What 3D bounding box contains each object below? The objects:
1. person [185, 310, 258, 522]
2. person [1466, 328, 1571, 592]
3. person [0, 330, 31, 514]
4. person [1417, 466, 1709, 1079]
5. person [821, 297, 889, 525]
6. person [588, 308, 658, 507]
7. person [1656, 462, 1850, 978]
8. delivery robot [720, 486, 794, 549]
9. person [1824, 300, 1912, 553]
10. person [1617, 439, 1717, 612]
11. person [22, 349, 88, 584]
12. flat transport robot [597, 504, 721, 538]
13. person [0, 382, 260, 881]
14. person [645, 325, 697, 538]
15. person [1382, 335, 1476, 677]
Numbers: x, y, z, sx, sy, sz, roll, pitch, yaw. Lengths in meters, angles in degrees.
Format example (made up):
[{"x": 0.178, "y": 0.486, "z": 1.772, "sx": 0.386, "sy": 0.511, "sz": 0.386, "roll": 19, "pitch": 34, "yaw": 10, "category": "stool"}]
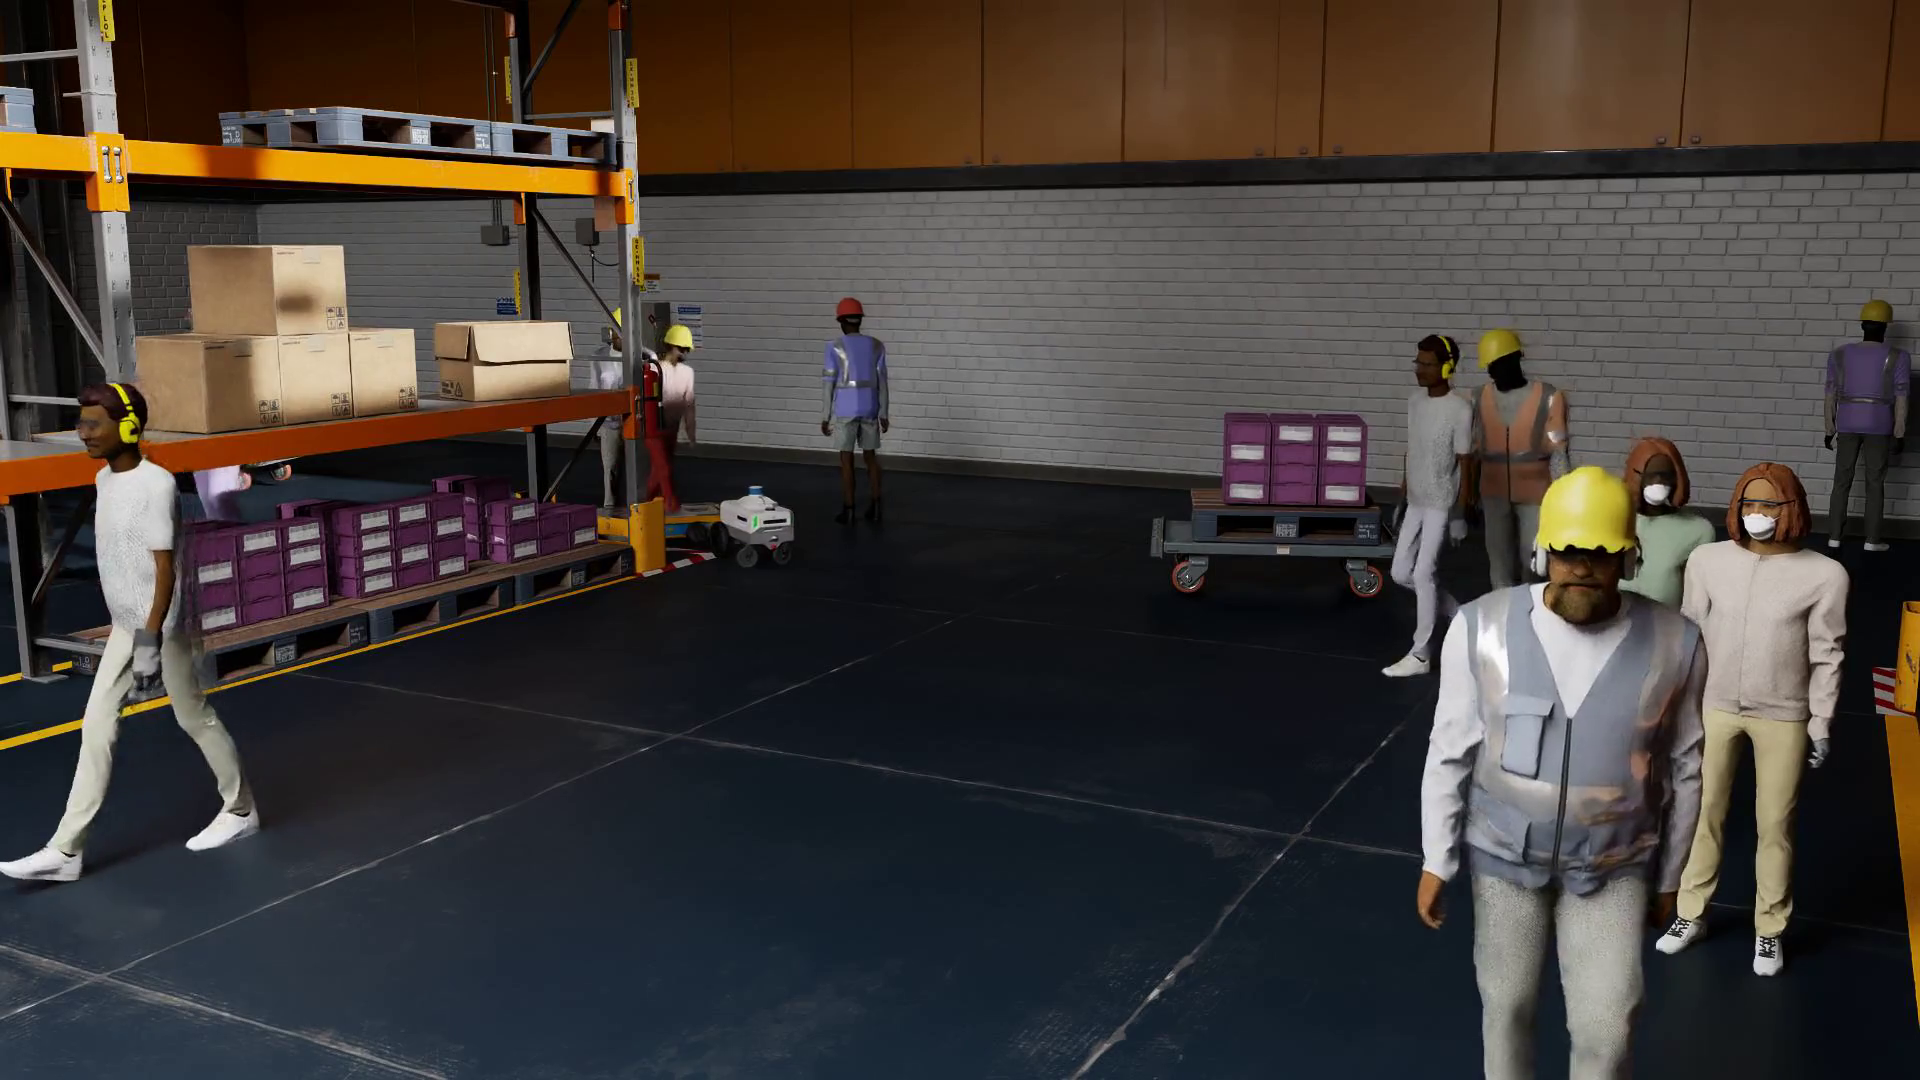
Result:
[{"x": -5.301, "y": -0.684, "z": 11.773, "sx": 0.669, "sy": 1.887, "sz": 0.446, "roll": 3, "pitch": 10, "yaw": 18, "category": "person"}, {"x": 3.216, "y": -0.296, "z": 9.615, "sx": 0.622, "sy": 1.864, "sz": 0.905, "roll": 6, "pitch": 11, "yaw": 30, "category": "person"}, {"x": -8.381, "y": -1.184, "z": 14.554, "sx": 0.433, "sy": 1.930, "sz": 0.659, "roll": 0, "pitch": 10, "yaw": -3, "category": "person"}, {"x": 1.357, "y": 0.736, "z": 3.793, "sx": 0.605, "sy": 1.811, "sz": 0.641, "roll": 4, "pitch": 11, "yaw": 21, "category": "person"}, {"x": -0.905, "y": -1.087, "z": 14.062, "sx": 0.581, "sy": 1.911, "sz": 0.484, "roll": -5, "pitch": 11, "yaw": -26, "category": "person"}, {"x": -2.745, "y": -0.972, "z": 13.589, "sx": 0.596, "sy": 1.837, "sz": 0.404, "roll": 0, "pitch": 10, "yaw": 0, "category": "person"}, {"x": 2.515, "y": 0.563, "z": 5.293, "sx": 0.498, "sy": 1.633, "sz": 0.281, "roll": 8, "pitch": 12, "yaw": 38, "category": "person"}, {"x": -1.505, "y": -0.157, "z": 12.311, "sx": 0.477, "sy": 0.478, "sz": 0.707, "roll": -5, "pitch": 11, "yaw": -29, "category": "delivery robot"}, {"x": 6.918, "y": -0.865, "z": 12.713, "sx": 0.586, "sy": 1.927, "sz": 0.371, "roll": 8, "pitch": 13, "yaw": 40, "category": "person"}, {"x": 2.520, "y": 0.428, "z": 6.191, "sx": 0.505, "sy": 1.599, "sz": 0.737, "roll": 3, "pitch": 10, "yaw": 19, "category": "person"}, {"x": -6.543, "y": -0.527, "z": 11.205, "sx": 0.604, "sy": 1.780, "sz": 0.981, "roll": 8, "pitch": 12, "yaw": 38, "category": "person"}, {"x": -2.462, "y": -0.131, "z": 13.249, "sx": 1.431, "sy": 0.197, "sz": 0.652, "roll": -3, "pitch": 10, "yaw": -17, "category": "flat transport robot"}, {"x": -3.042, "y": 0.331, "z": 6.100, "sx": 0.548, "sy": 1.815, "sz": 0.965, "roll": 7, "pitch": 12, "yaw": 34, "category": "person"}, {"x": -2.349, "y": -0.864, "z": 13.364, "sx": 0.911, "sy": 1.697, "sz": 0.552, "roll": 6, "pitch": 12, "yaw": 33, "category": "person"}, {"x": 2.575, "y": -0.182, "z": 8.969, "sx": 0.569, "sy": 1.855, "sz": 0.549, "roll": -4, "pitch": 11, "yaw": -21, "category": "person"}]
